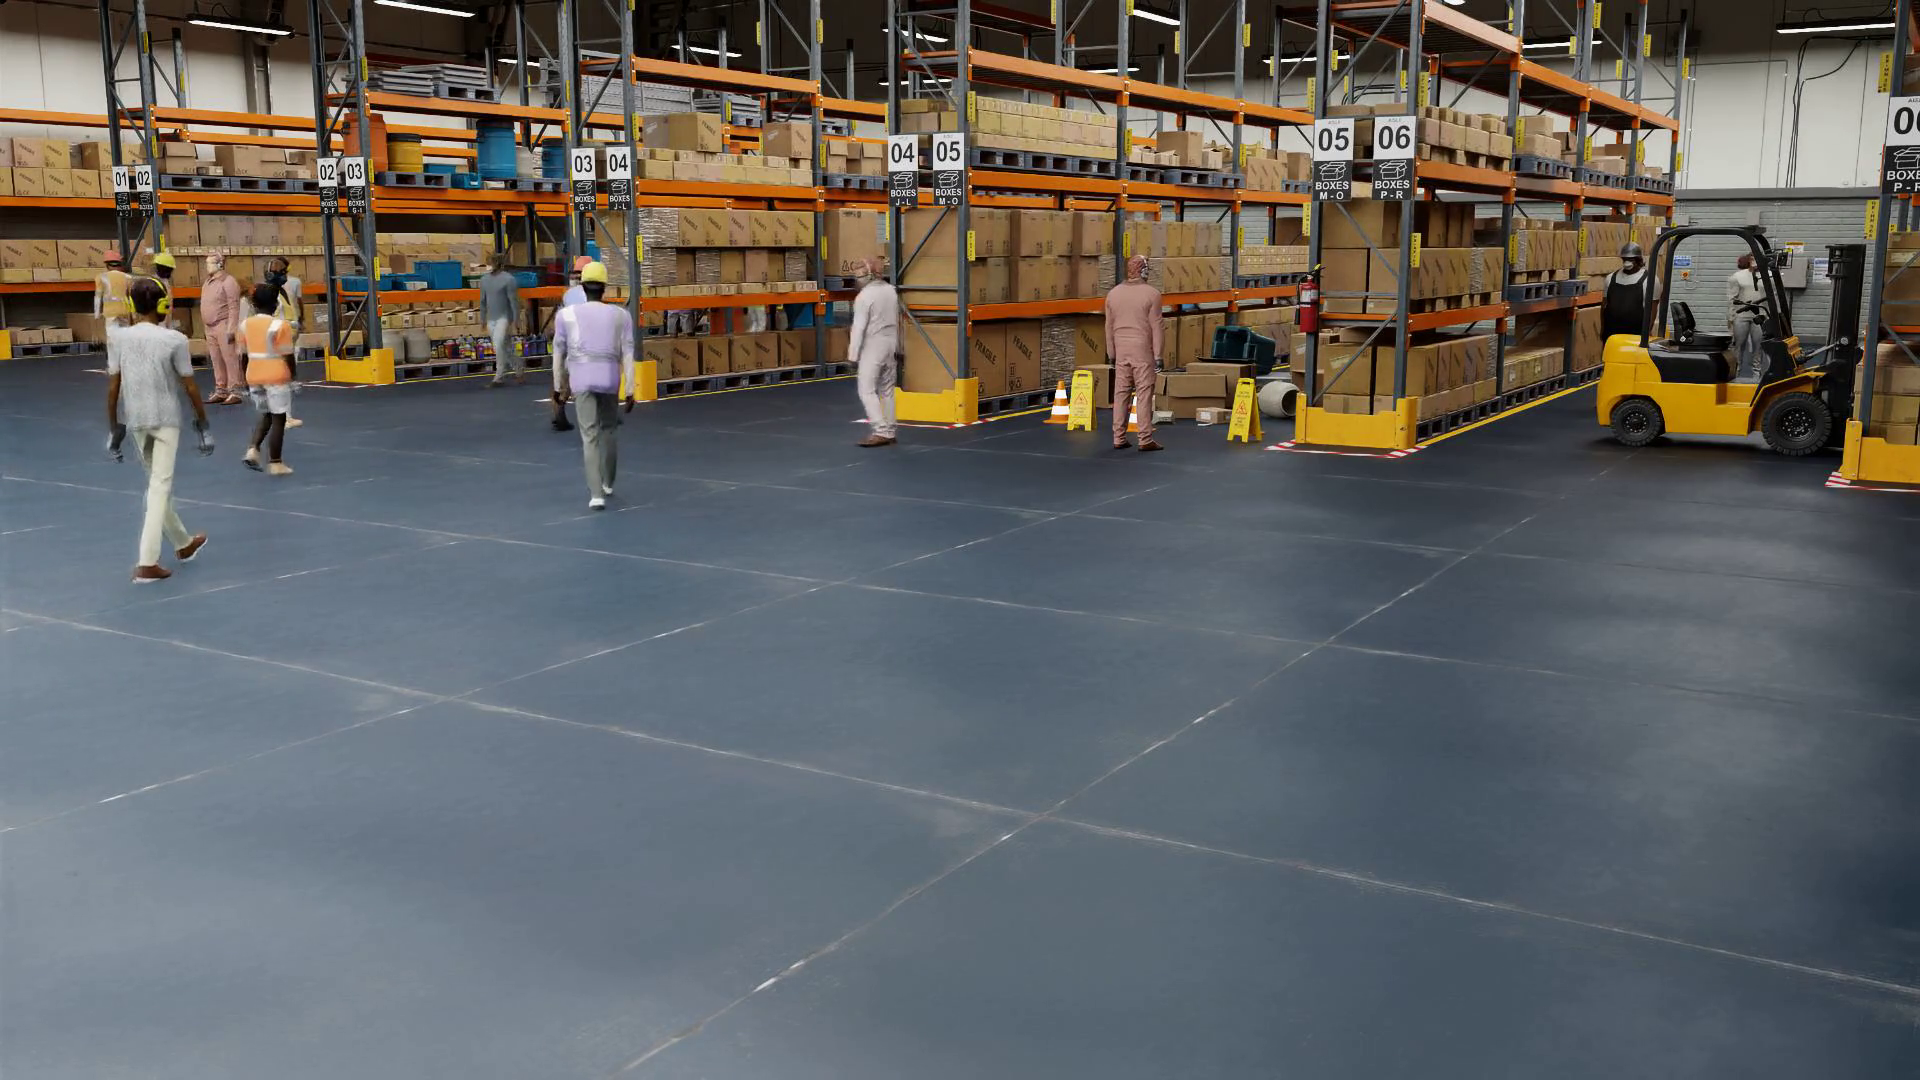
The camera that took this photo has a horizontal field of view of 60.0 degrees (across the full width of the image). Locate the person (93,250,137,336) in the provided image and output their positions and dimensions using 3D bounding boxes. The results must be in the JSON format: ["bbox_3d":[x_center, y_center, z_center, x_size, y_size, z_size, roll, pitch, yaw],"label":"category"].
[{"bbox_3d":[-12.775,-3.406,25.135,0.624,1.915,0.565,8,13,39],"label":"person"}]

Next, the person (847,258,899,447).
[{"bbox_3d":[-0.846,-1.868,16.657,0.433,1.884,0.741,6,12,31],"label":"person"}]

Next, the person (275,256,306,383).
[{"bbox_3d":[-9.717,-3.168,23.971,0.526,1.848,0.583,-2,10,-10],"label":"person"}]

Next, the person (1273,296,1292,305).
[{"bbox_3d":[6.226,-4.777,32.659,0.631,1.956,0.898,10,14,43],"label":"person"}]

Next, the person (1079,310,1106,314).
[{"bbox_3d":[2.179,-3.928,27.784,0.653,2.012,0.799,4,11,21],"label":"person"}]

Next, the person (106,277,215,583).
[{"bbox_3d":[-4.888,-0.694,10.211,0.562,1.814,0.991,1,10,4],"label":"person"}]

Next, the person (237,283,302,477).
[{"bbox_3d":[-5.977,-1.379,14.431,0.539,1.684,0.363,4,11,22],"label":"person"}]

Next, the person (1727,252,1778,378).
[{"bbox_3d":[11.225,-3.146,23.597,0.637,1.937,0.357,6,12,30],"label":"person"}]

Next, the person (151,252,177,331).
[{"bbox_3d":[-10.987,-3.019,22.979,0.450,1.898,0.644,-2,10,-11],"label":"person"}]

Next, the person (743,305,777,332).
[{"bbox_3d":[-3.604,-4.199,29.828,0.644,1.830,0.443,7,12,34],"label":"person"}]

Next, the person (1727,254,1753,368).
[{"bbox_3d":[12.715,-3.695,26.921,0.582,1.857,0.816,2,10,11],"label":"person"}]

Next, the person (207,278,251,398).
[{"bbox_3d":[-9.364,-2.630,21.719,0.906,1.570,0.529,-6,12,-30],"label":"person"}]

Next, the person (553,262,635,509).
[{"bbox_3d":[-2.842,-1.208,12.931,0.598,1.870,0.978,-4,11,-21],"label":"person"}]

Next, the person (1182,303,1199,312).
[{"bbox_3d":[4.136,-4.237,30.486,0.541,1.663,0.757,4,11,21],"label":"person"}]

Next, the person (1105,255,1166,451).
[{"bbox_3d":[1.738,-1.821,16.272,0.654,1.904,0.406,8,13,40],"label":"person"}]

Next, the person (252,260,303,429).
[{"bbox_3d":[-7.480,-2.145,18.264,0.430,1.844,0.624,0,10,1],"label":"person"}]

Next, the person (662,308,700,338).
[{"bbox_3d":[-4.237,-3.493,25.248,0.614,2.042,0.373,3,10,15],"label":"person"}]

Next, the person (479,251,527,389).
[{"bbox_3d":[-6.410,-3.099,23.425,0.642,1.919,0.829,6,12,29],"label":"person"}]

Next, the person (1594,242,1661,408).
[{"bbox_3d":[8.115,-2.604,20.275,0.679,2.000,0.537,8,13,38],"label":"person"}]

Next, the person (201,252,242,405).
[{"bbox_3d":[-9.327,-2.657,20.938,0.642,1.913,0.410,7,12,33],"label":"person"}]

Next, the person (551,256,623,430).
[{"bbox_3d":[-4.125,-2.144,18.137,0.559,1.901,0.977,6,12,31],"label":"person"}]
